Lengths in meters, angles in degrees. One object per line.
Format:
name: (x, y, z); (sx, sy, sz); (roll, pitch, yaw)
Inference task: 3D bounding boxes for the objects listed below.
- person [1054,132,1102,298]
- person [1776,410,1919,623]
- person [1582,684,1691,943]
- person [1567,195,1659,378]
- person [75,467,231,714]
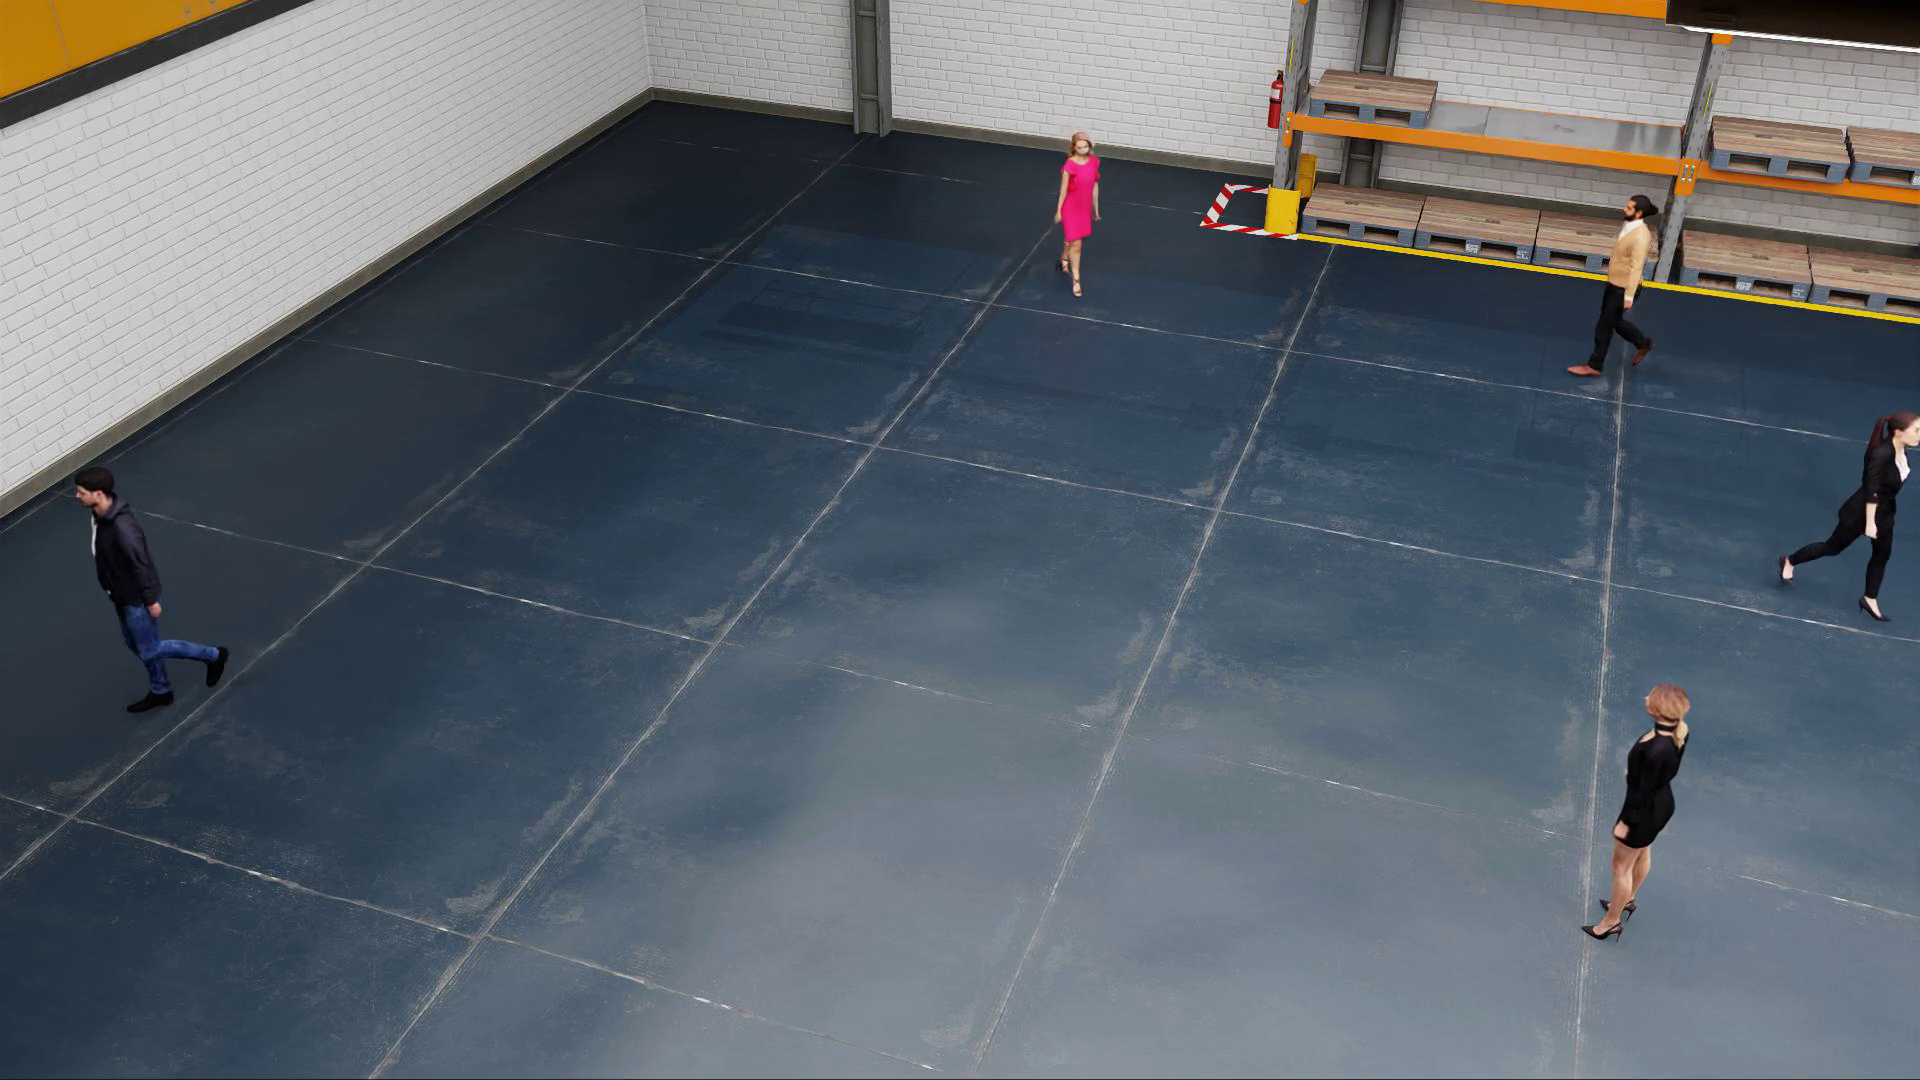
person: (1.129, -3.281, 16.495); (0.842, 1.690, 0.932); (-27, 42, -34)
person: (6.412, -0.204, 11.927); (0.970, 1.623, 1.151); (-22, 40, -30)
person: (3.773, 1.508, 9.219); (0.632, 1.768, 0.641); (26, 42, 34)
person: (6.010, -2.249, 14.902); (1.066, 1.735, 0.815); (3, 34, 5)
person: (-5.330, 0.312, 10.923); (1.029, 1.875, 1.021); (-22, 39, -29)
